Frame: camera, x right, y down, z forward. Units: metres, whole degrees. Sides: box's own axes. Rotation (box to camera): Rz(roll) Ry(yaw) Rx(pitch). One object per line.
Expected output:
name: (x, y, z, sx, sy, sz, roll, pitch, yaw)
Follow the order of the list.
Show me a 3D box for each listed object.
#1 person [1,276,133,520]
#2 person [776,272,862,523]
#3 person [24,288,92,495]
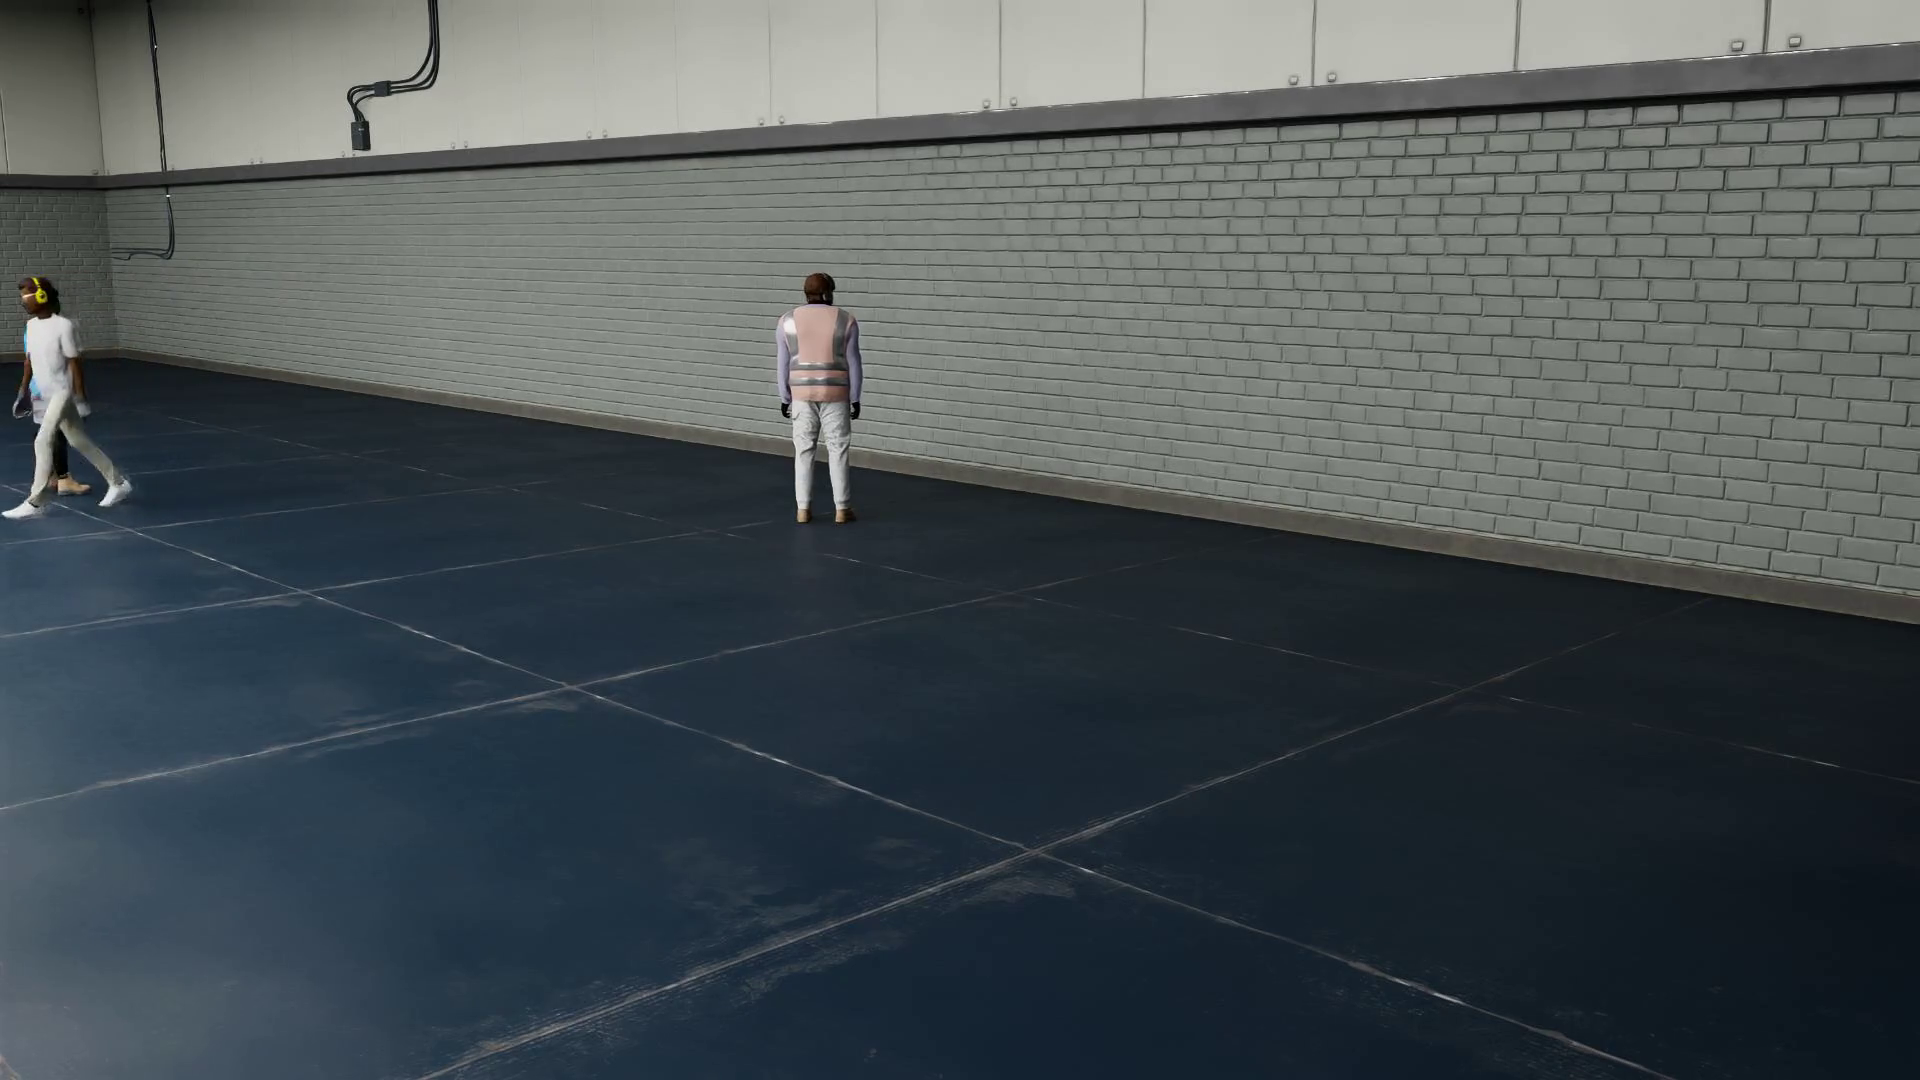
person: (-6.871, -1.109, 12.741, 0.490, 1.814, 1.030, 7, 13, 34)
person: (-1.031, -1.050, 12.309, 0.626, 1.839, 0.430, 1, 10, 5)
person: (-7.432, -1.222, 13.633, 0.533, 1.697, 0.318, 8, 13, 36)
